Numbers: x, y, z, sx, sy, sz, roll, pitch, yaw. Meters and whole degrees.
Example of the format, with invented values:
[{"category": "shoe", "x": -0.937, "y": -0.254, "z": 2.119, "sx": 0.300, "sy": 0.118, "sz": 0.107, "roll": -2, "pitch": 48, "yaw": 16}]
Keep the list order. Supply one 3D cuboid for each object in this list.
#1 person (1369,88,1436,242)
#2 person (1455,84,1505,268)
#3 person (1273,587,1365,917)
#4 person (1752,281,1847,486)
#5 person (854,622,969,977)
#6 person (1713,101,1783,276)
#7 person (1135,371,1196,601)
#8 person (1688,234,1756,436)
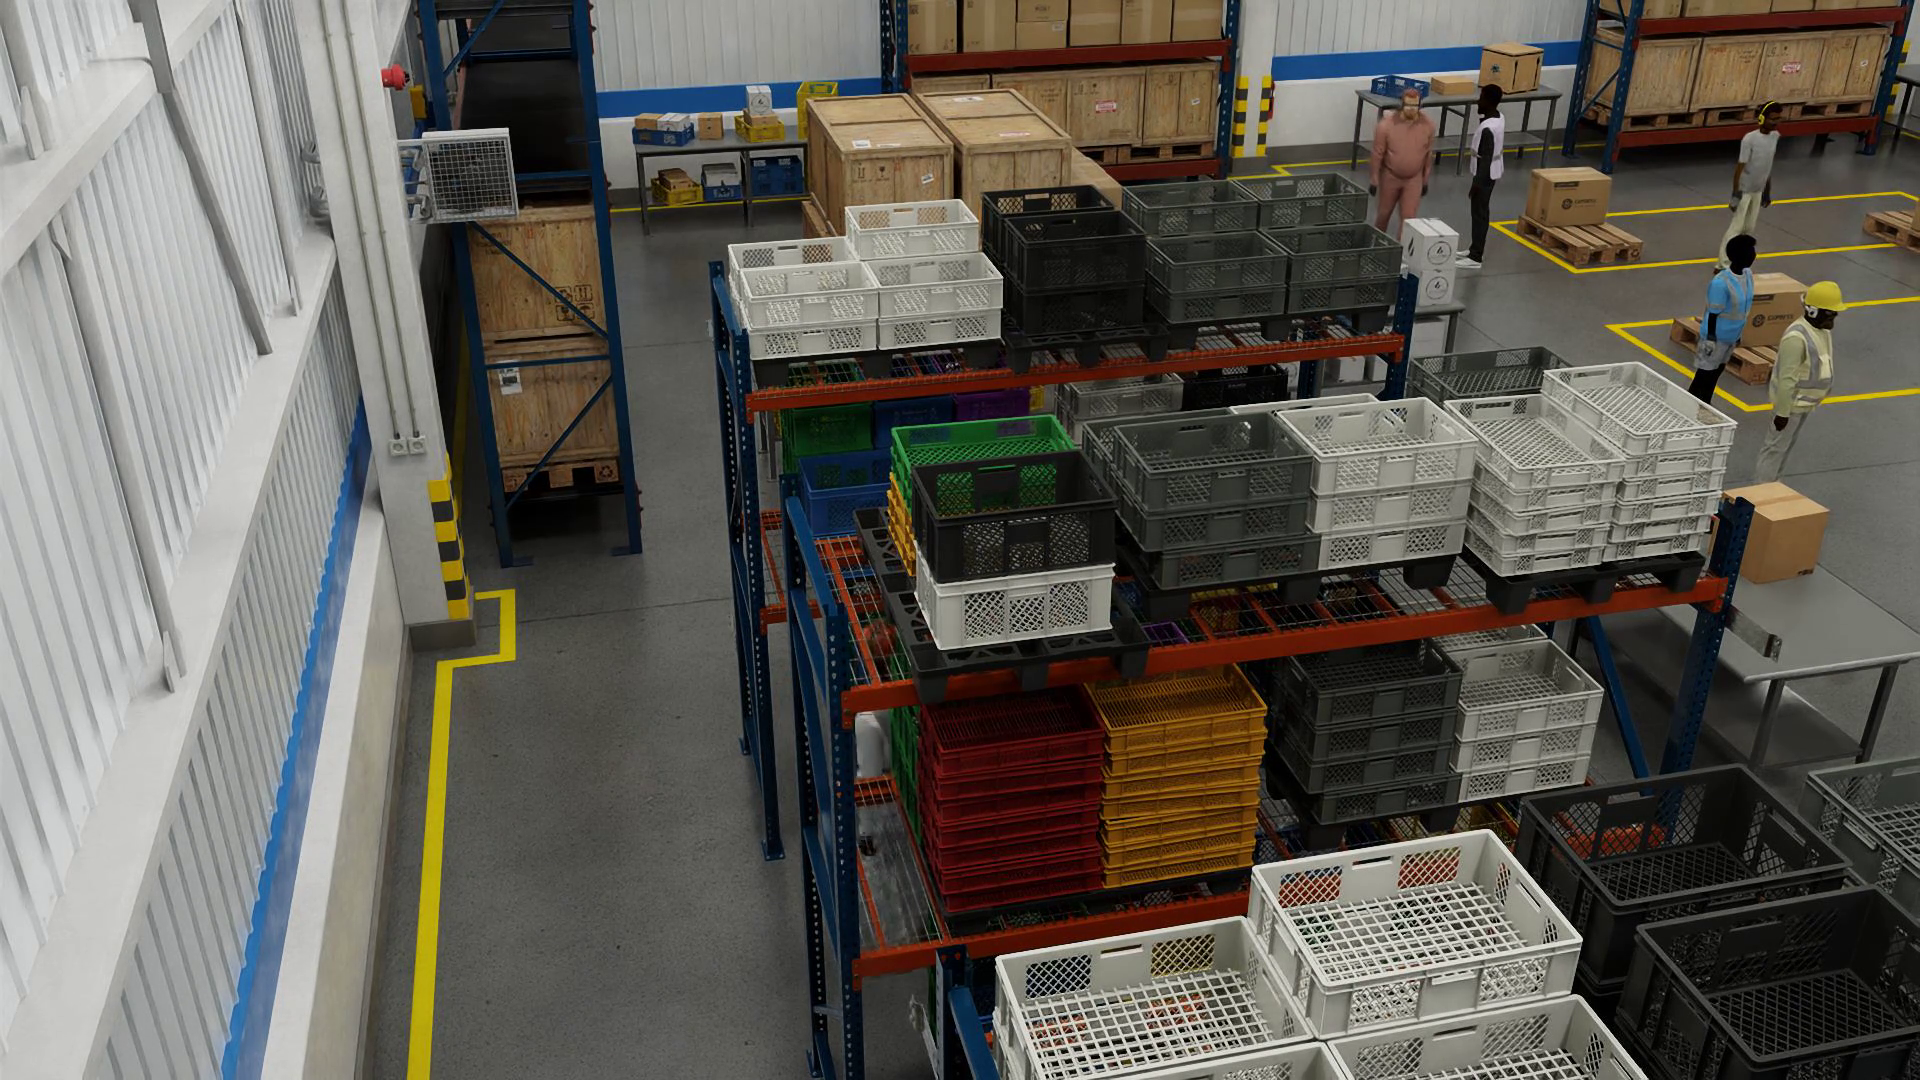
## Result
[{"category": "person", "x": 4.657, "y": -3.849, "z": 17.615, "sx": 0.654, "sy": 1.877, "sz": 0.855, "roll": 2, "pitch": 28, "yaw": 4}, {"category": "person", "x": 5.517, "y": -3.832, "z": 17.533, "sx": 0.390, "sy": 1.920, "sz": 0.587, "roll": 11, "pitch": 30, "yaw": 20}, {"category": "person", "x": 1.824, "y": 1.069, "z": 8.224, "sx": 0.627, "sy": 1.932, "sz": 0.364, "roll": 13, "pitch": 31, "yaw": 24}, {"category": "person", "x": 6.210, "y": -1.045, "z": 12.336, "sx": 0.404, "sy": 1.830, "sz": 0.603, "roll": 23, "pitch": 35, "yaw": 36}, {"category": "person", "x": -0.230, "y": 1.222, "z": 8.030, "sx": 0.476, "sy": 1.843, "sz": 0.741, "roll": 23, "pitch": 35, "yaw": 36}, {"category": "person", "x": 8.161, "y": -3.591, "z": 17.148, "sx": 0.540, "sy": 1.859, "sz": 0.333, "roll": -14, "pitch": 31, "yaw": -25}, {"category": "person", "x": 1.362, "y": -0.287, "z": 10.895, "sx": 0.430, "sy": 1.840, "sz": 0.620, "roll": -17, "pitch": 32, "yaw": -30}, {"category": "person", "x": 6.279, "y": -1.690, "z": 13.702, "sx": 0.534, "sy": 1.700, "sz": 0.318, "roll": -22, "pitch": 35, "yaw": -35}]
